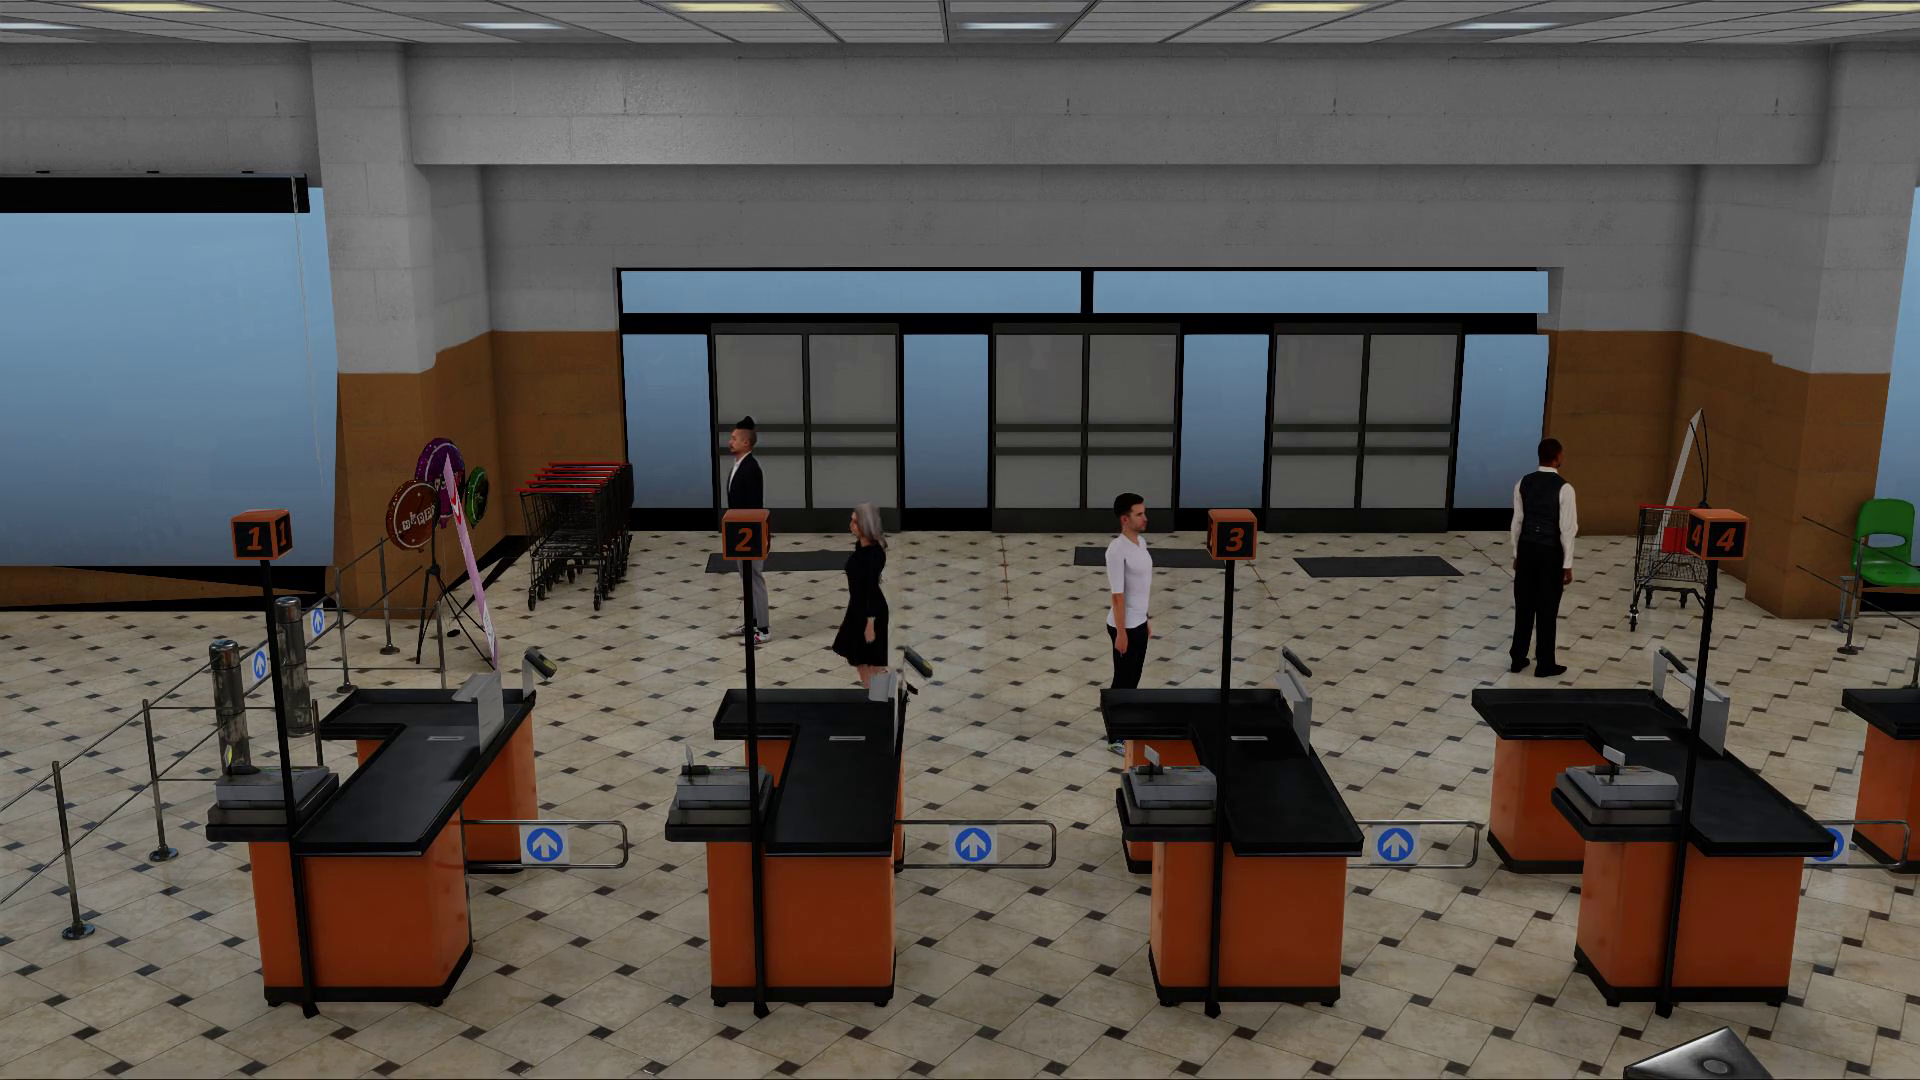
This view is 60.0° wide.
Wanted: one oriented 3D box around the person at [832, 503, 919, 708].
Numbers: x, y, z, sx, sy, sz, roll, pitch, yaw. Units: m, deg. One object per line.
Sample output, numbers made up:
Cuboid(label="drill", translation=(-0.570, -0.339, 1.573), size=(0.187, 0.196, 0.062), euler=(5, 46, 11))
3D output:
Cuboid(label="person", translation=(-0.584, 0.581, 11.860), size=(0.826, 1.737, 0.860), euler=(-6, 15, -22))

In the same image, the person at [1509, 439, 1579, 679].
Cuboid(label="person", translation=(4.654, 0.133, 13.322), size=(0.830, 1.919, 0.763), euler=(-12, 18, -42))

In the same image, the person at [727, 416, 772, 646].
Cuboid(label="person", translation=(-1.798, -0.087, 14.166), size=(0.851, 1.950, 0.685), euler=(-6, 15, -23))

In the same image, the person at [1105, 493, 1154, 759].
Cuboid(label="person", translation=(1.176, 0.575, 11.643), size=(0.808, 1.852, 0.673), euler=(7, 15, 26))
